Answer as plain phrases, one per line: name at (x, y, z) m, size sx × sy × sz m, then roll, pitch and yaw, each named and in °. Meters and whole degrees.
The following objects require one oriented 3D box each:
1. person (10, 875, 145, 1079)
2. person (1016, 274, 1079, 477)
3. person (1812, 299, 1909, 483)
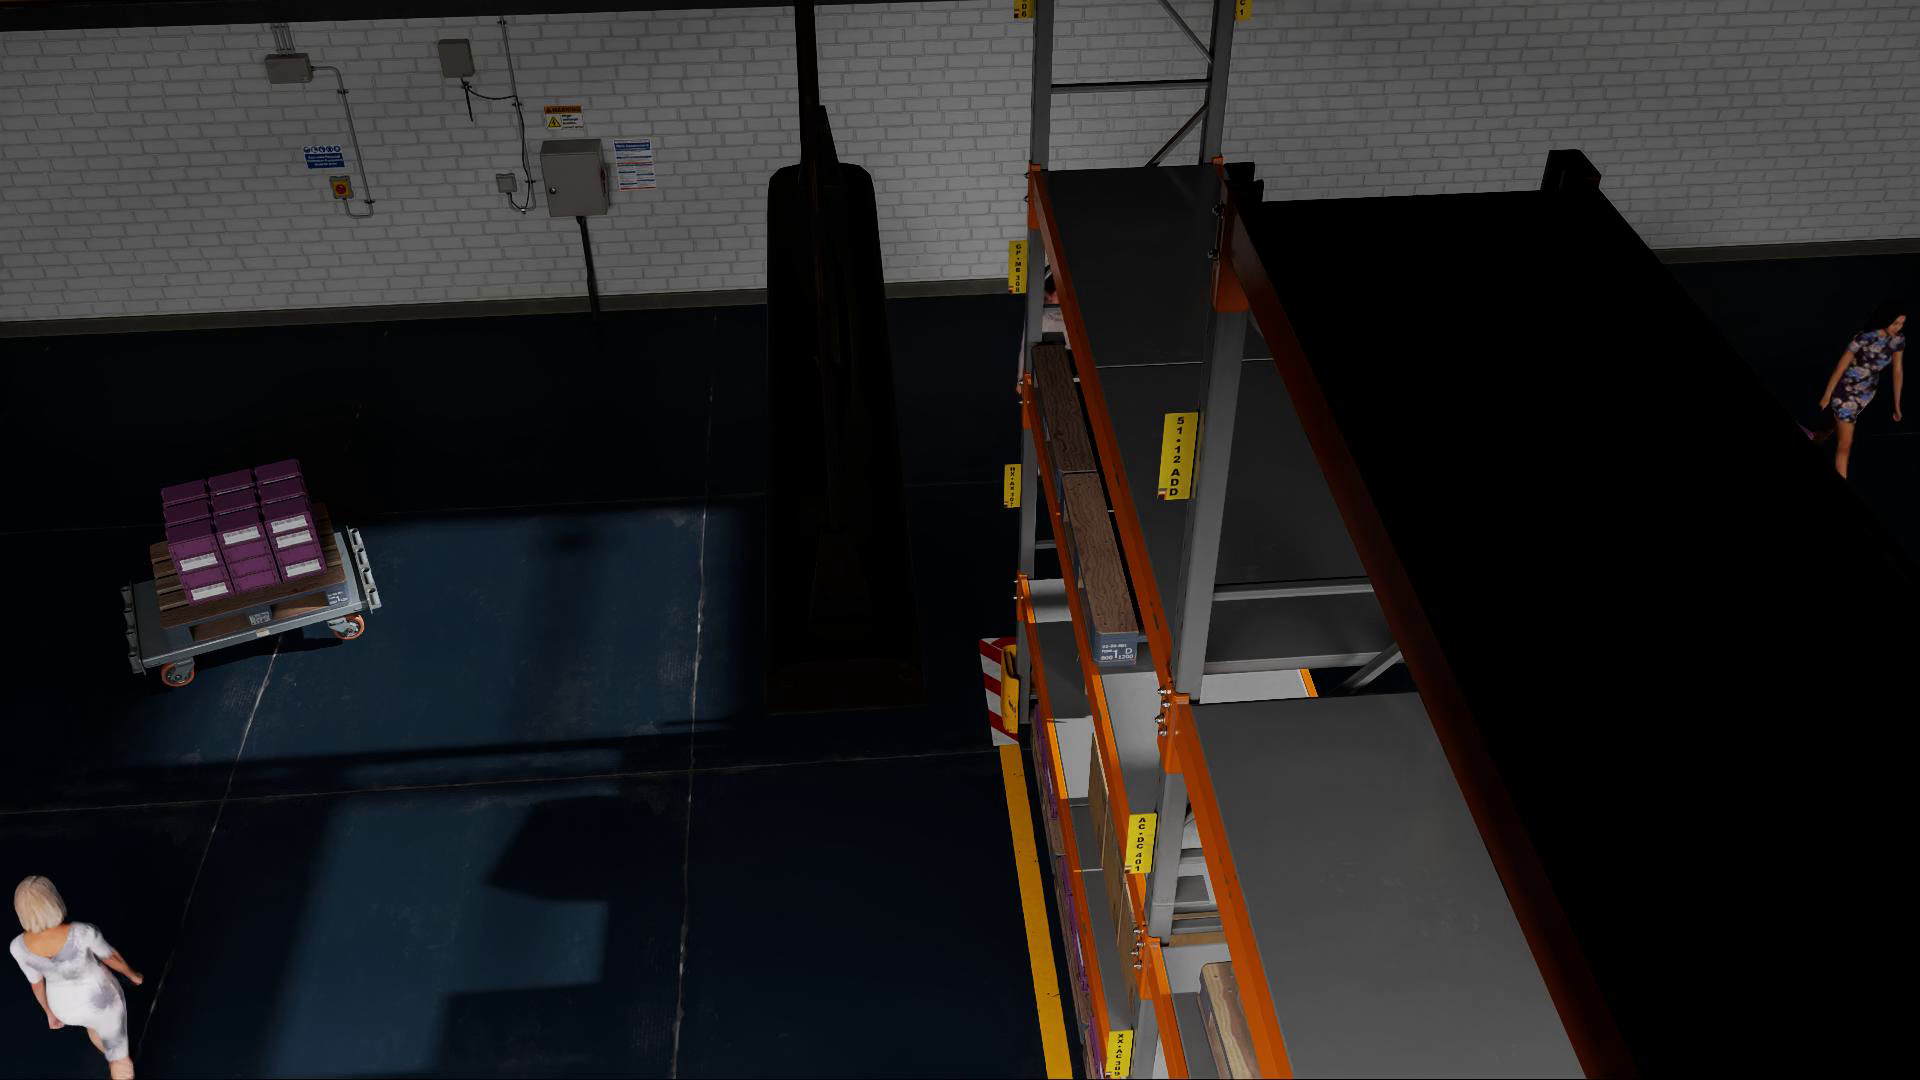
person at (-4.434, 2.412, 8.446) m, size 0.623 × 1.729 × 0.786 m, roll -6°, pitch 39°, yaw -7°
person at (0.651, -1.356, 13.077) m, size 0.807 × 1.835 × 0.824 m, roll -25°, pitch 45°, yaw -28°
person at (6.893, -1.161, 12.948) m, size 0.750 × 1.692 × 1.119 m, roll -12°, pitch 40°, yaw -14°
